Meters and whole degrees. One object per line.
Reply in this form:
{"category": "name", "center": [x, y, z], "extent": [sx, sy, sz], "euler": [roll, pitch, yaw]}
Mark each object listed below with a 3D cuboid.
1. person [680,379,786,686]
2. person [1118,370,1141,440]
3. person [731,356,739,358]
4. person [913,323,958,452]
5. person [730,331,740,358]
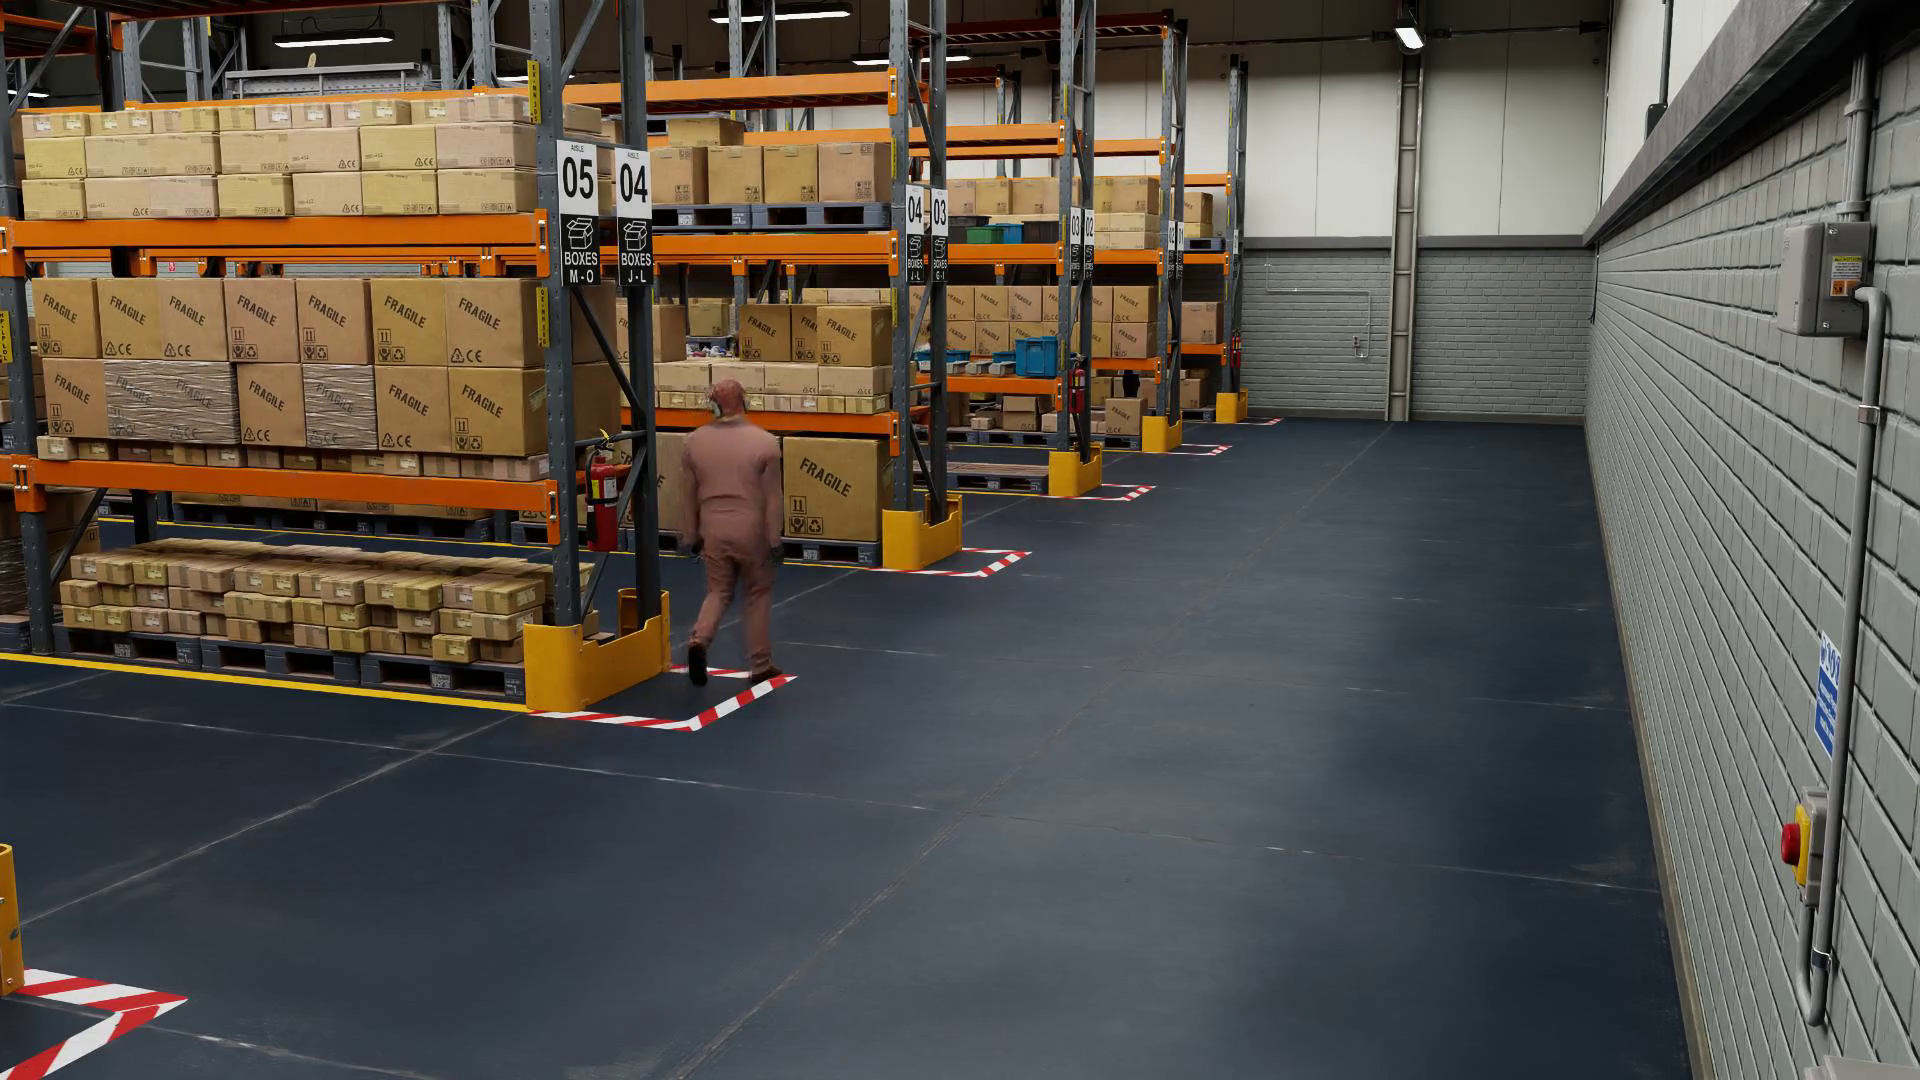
{"category": "person", "center": [-1.380, -0.026, 10.018], "extent": [0.635, 1.878, 0.697], "euler": [3, 9, 16]}
{"category": "person", "center": [2.586, -2.462, 25.071], "extent": [0.387, 1.919, 0.590], "euler": [2, 9, 15]}
{"category": "person", "center": [-2.267, -1.269, 18.213], "extent": [0.863, 1.735, 0.536], "euler": [1, 9, 7]}
{"category": "person", "center": [-0.407, -2.172, 23.516], "extent": [0.800, 1.842, 0.522], "euler": [3, 10, 19]}
{"category": "person", "center": [-2.222, -1.214, 17.299], "extent": [0.461, 1.922, 0.660], "euler": [0, 9, 0]}
